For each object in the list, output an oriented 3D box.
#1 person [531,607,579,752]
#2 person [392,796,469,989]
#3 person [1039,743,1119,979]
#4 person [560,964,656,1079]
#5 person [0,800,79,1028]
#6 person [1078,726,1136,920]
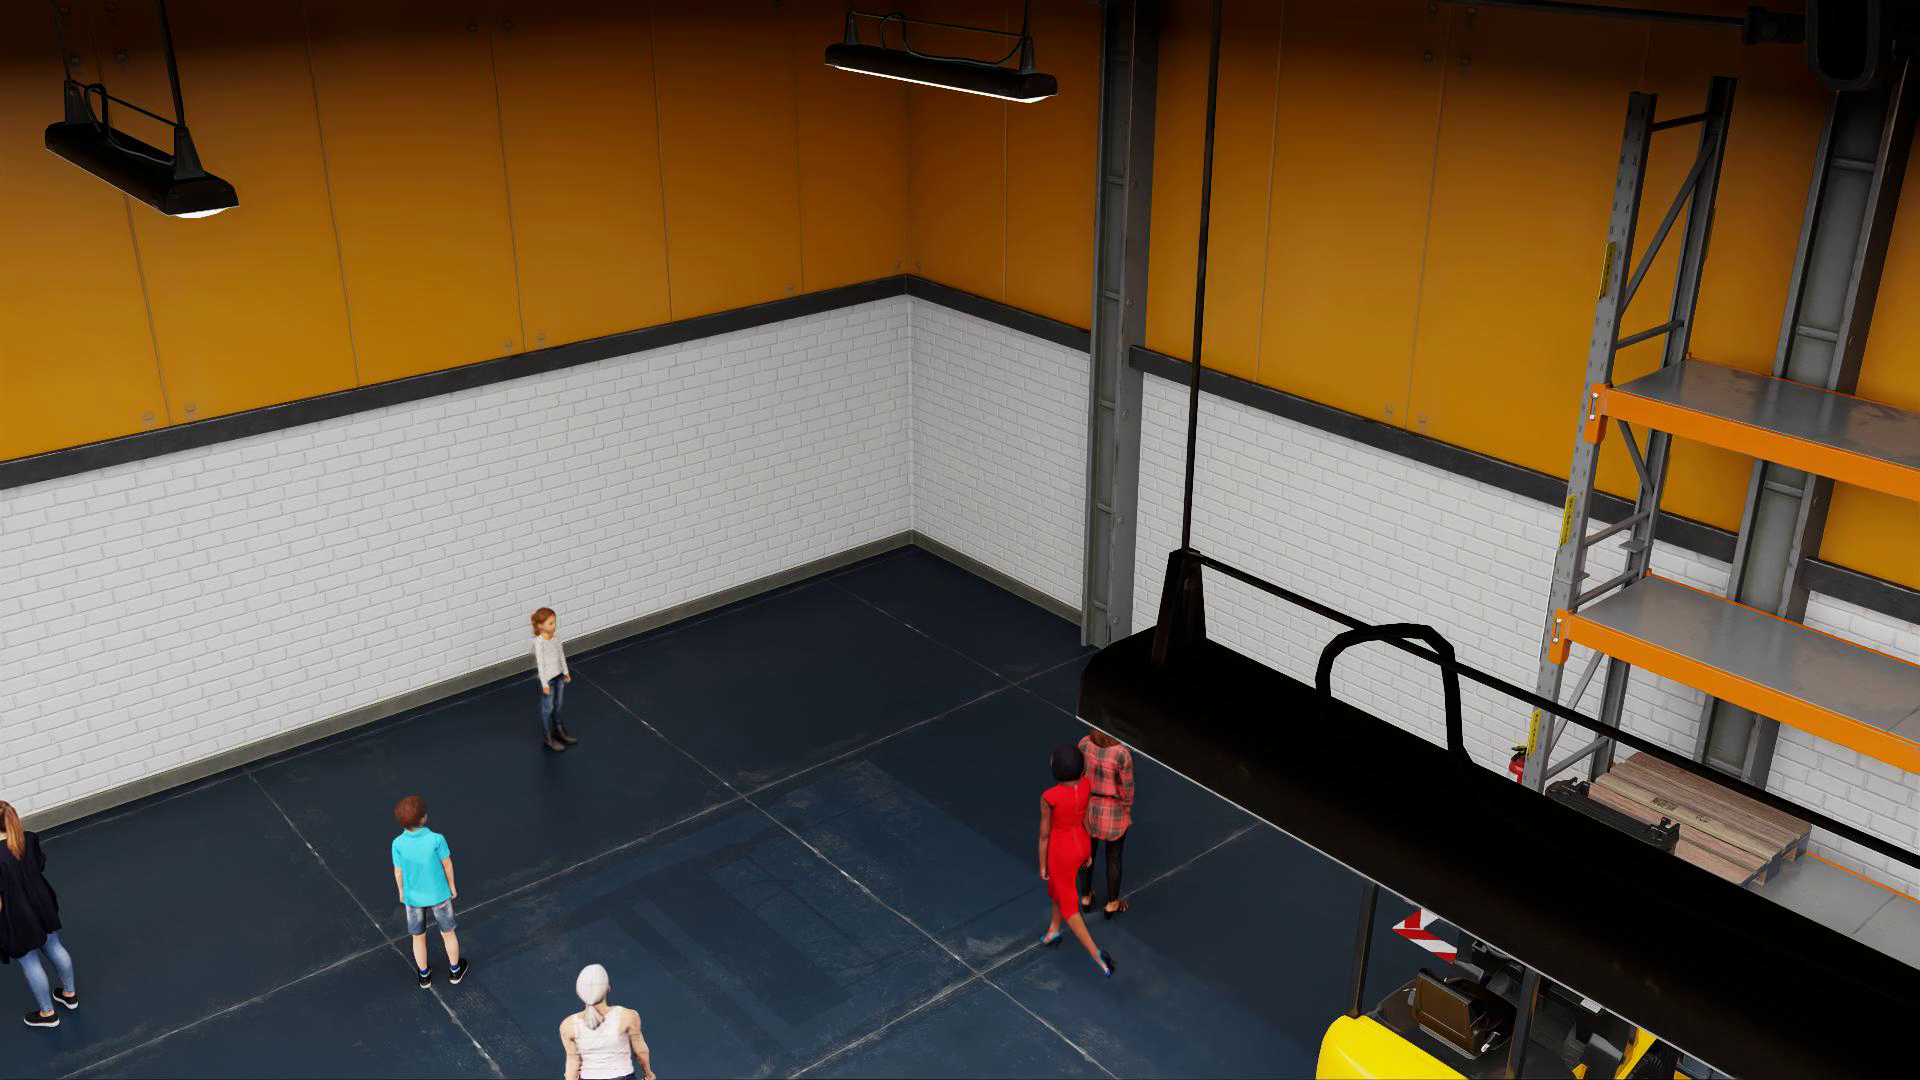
[{"bbox_3d":[-3.513,1.177,14.204,0.603,1.315,0.556,10,26,22],"label":"person"},{"bbox_3d":[-3.624,2.380,11.288,0.589,1.448,0.603,-5,24,-10],"label":"person"},{"bbox_3d":[0.785,2.218,11.325,0.602,1.713,1.064,-17,29,-34],"label":"person"},{"bbox_3d":[-1.947,3.174,9.225,1.106,1.644,1.274,-1,24,-3],"label":"person"},{"bbox_3d":[-6.113,2.430,10.880,0.726,1.683,0.719,9,25,19],"label":"person"},{"bbox_3d":[1.027,1.947,11.963,0.590,1.700,0.731,14,27,29],"label":"person"}]
